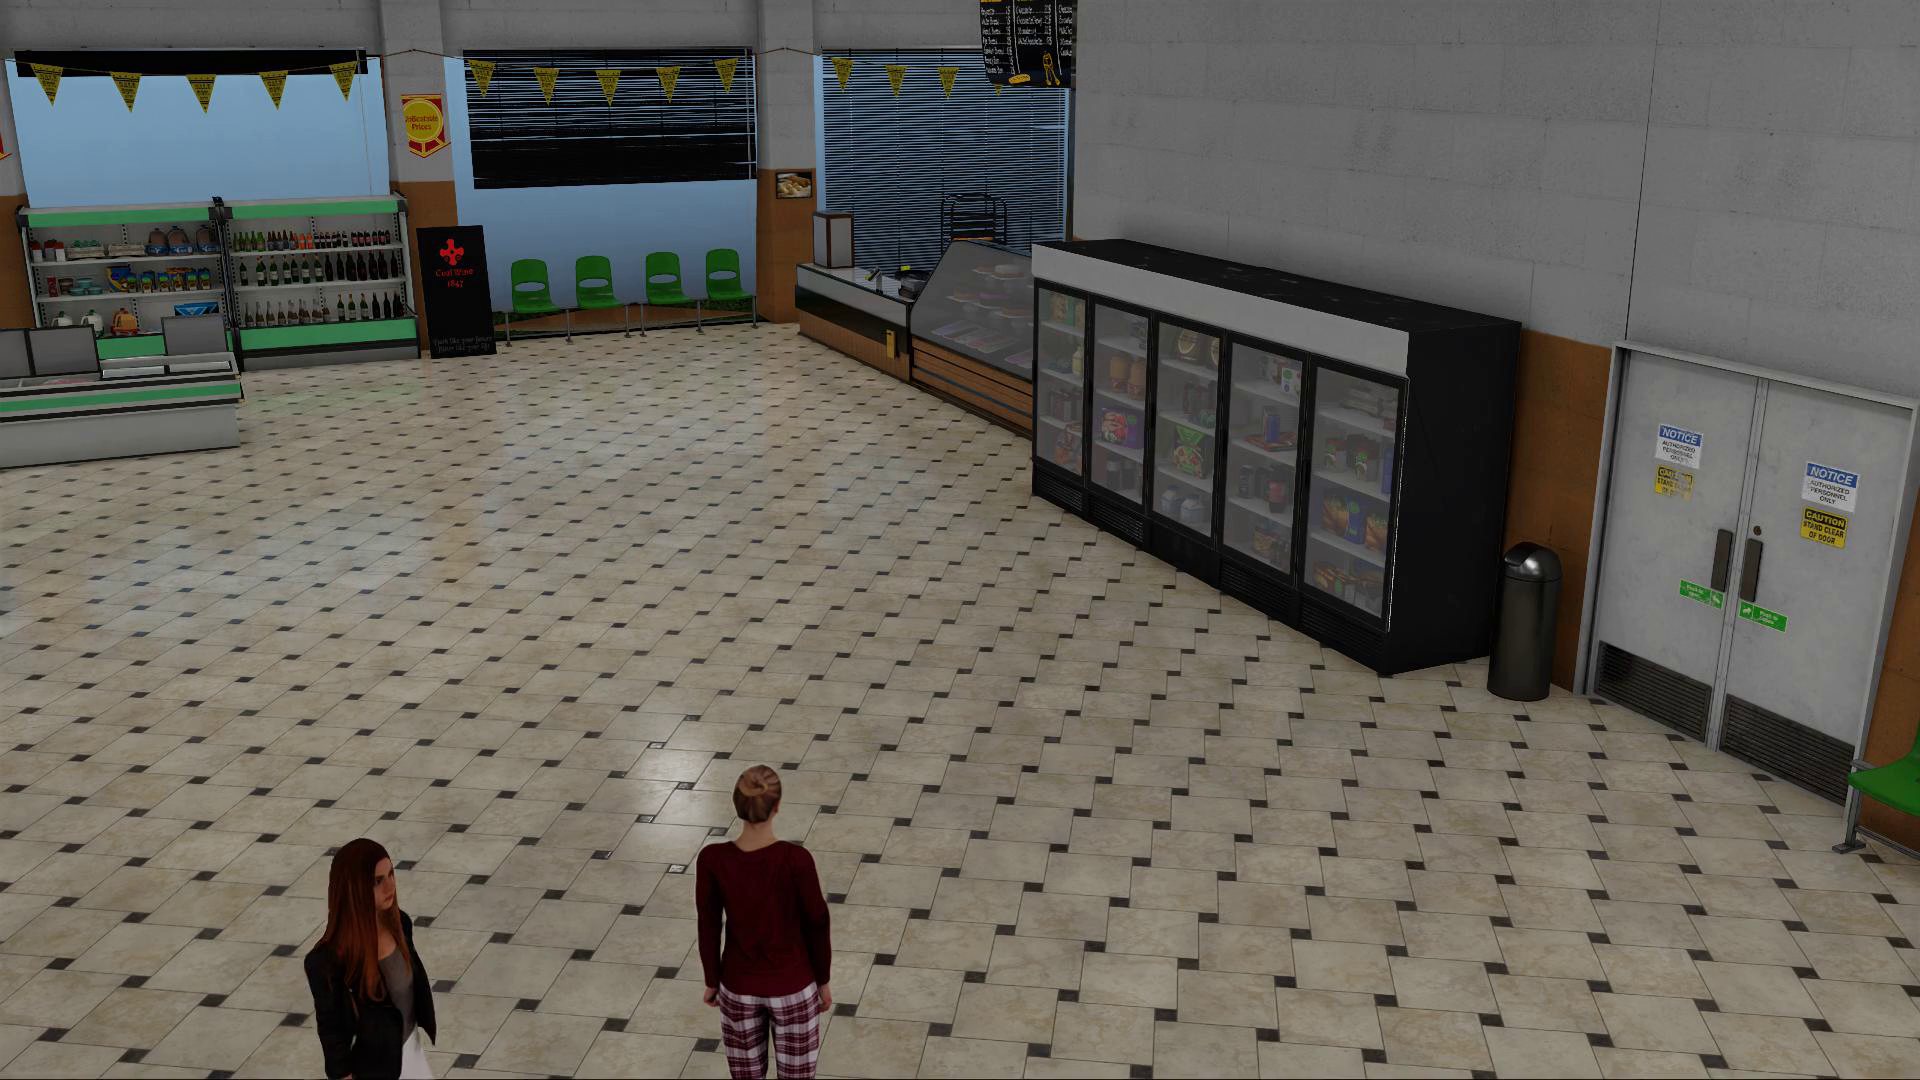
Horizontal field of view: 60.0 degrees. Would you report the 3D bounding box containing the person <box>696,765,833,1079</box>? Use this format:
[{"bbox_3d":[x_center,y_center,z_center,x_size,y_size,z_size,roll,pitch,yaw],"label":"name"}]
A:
[{"bbox_3d":[-0.687,1.570,5.931,0.608,1.696,0.745,1,17,3],"label":"person"}]

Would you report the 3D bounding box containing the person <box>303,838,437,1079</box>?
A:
[{"bbox_3d":[-1.951,1.752,5.370,1.083,1.673,1.098,8,19,26],"label":"person"}]
